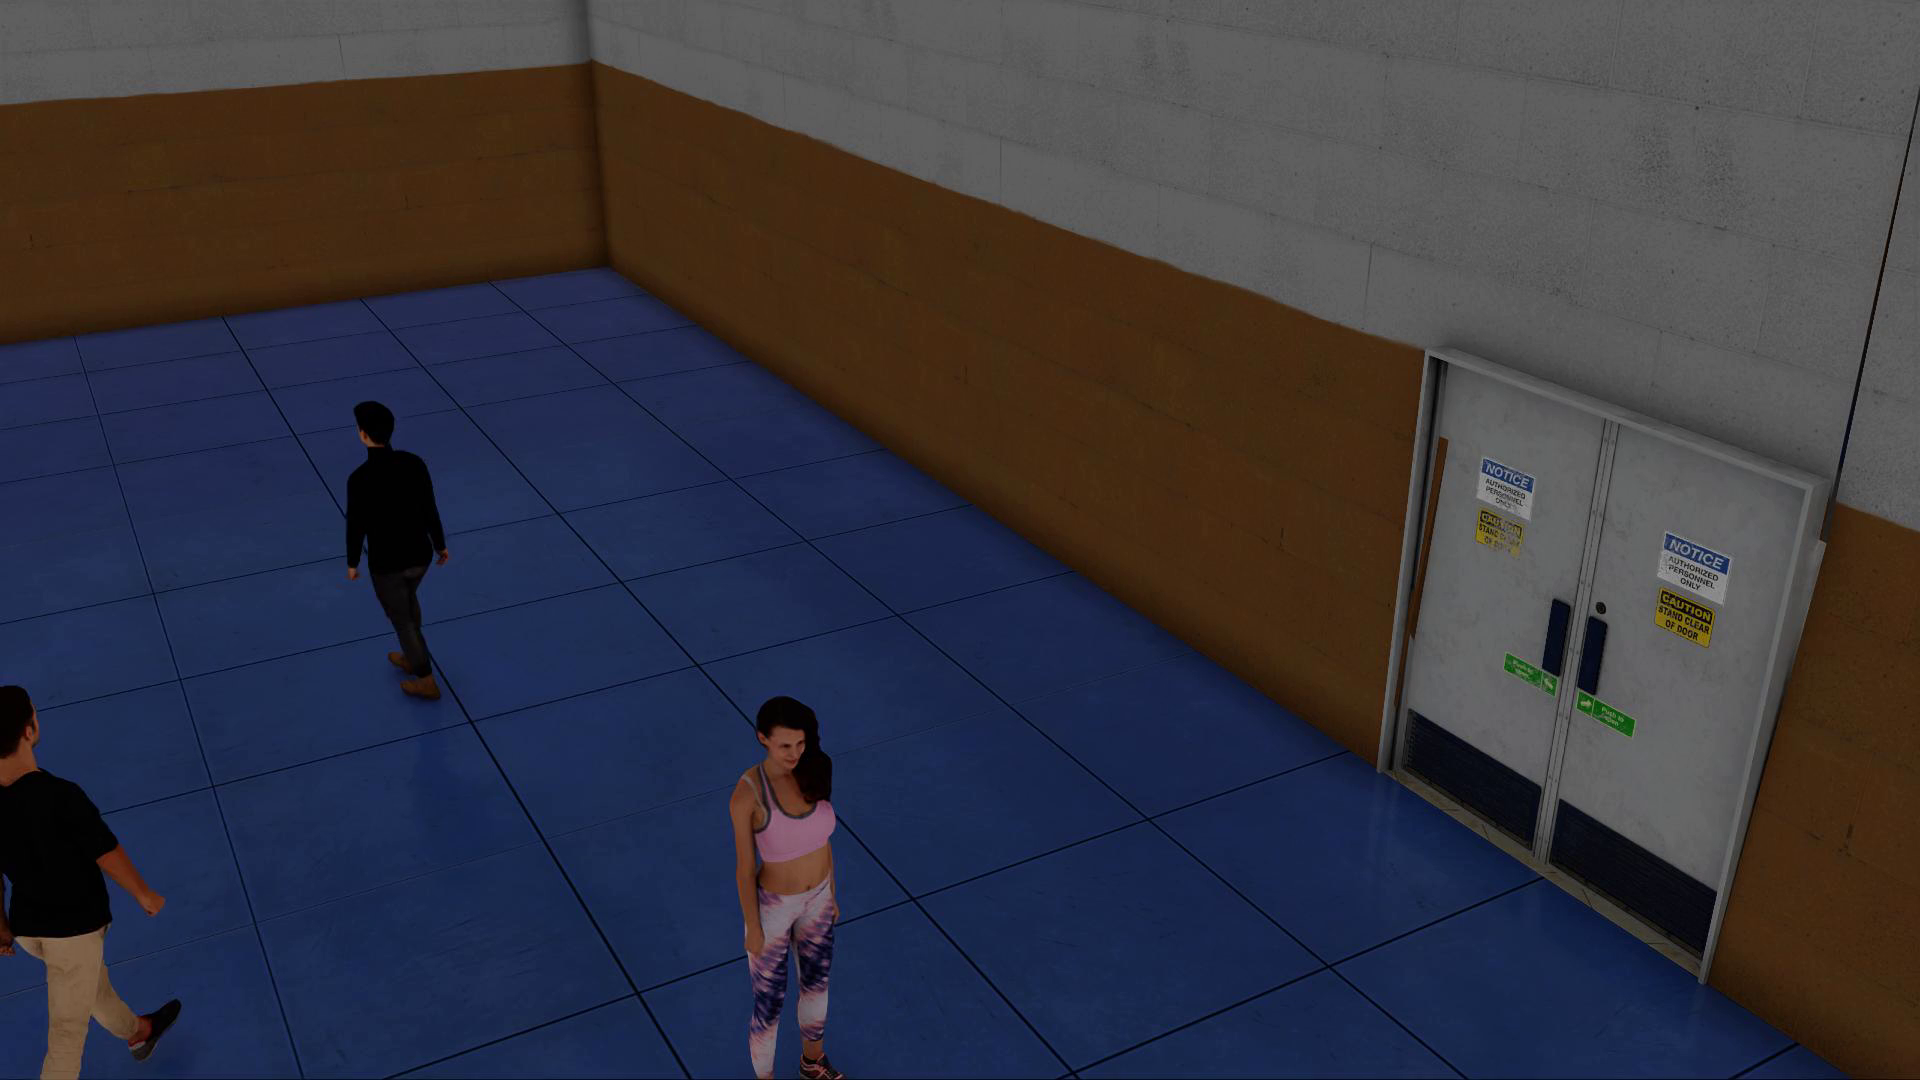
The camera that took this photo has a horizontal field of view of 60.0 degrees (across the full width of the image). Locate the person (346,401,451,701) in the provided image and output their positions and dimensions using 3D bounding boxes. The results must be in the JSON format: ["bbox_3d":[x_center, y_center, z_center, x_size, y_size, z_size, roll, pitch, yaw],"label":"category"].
[{"bbox_3d":[-3.048,0.084,9.160,0.933,1.705,0.903,15,28,30],"label":"person"}]

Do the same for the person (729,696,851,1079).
[{"bbox_3d":[-0.633,1.364,6.152,0.536,1.771,0.693,-21,31,-39],"label":"person"}]

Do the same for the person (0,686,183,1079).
[{"bbox_3d":[-3.253,1.434,5.915,1.180,1.808,1.227,5,24,12],"label":"person"}]
